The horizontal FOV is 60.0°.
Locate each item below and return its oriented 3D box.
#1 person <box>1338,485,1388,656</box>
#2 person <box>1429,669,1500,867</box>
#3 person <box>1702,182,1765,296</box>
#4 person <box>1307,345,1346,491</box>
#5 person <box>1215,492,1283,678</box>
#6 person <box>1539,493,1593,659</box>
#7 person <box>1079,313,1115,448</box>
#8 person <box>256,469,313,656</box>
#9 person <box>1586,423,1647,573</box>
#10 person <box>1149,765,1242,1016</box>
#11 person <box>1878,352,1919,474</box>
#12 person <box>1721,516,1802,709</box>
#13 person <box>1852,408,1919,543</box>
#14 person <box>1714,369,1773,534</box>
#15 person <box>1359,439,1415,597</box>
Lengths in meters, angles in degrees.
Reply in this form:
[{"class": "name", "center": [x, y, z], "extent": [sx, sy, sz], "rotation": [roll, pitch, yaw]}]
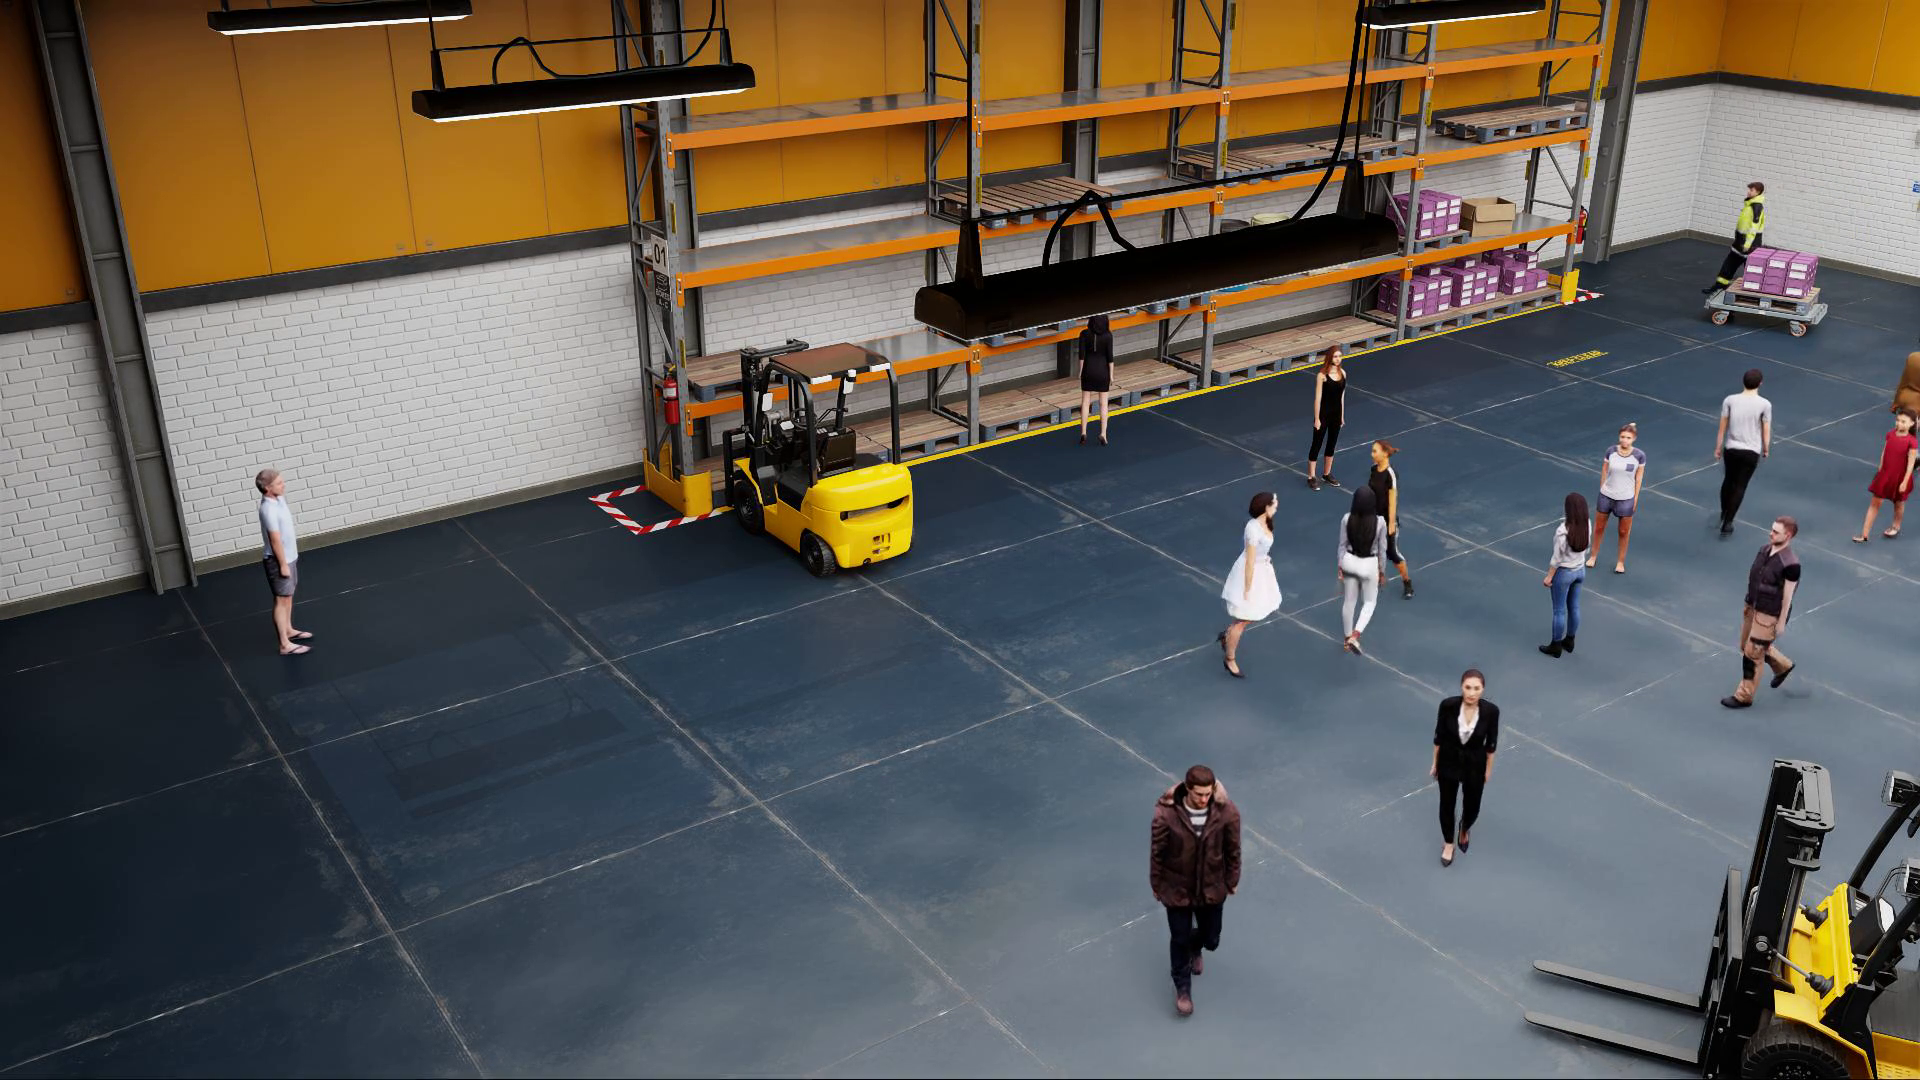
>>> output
[{"class": "person", "center": [3.738, 0.323, 15.581], "extent": [0.838, 1.709, 0.957], "rotation": [11, 26, 23]}, {"class": "person", "center": [3.794, 1.677, 12.558], "extent": [0.727, 1.649, 0.772], "rotation": [8, 25, 18]}, {"class": "person", "center": [12.936, -4.836, 27.108], "extent": [1.374, 1.929, 1.279], "rotation": [3, 24, 6]}, {"class": "person", "center": [4.348, -1.467, 19.654], "extent": [0.492, 1.726, 0.654], "rotation": [-11, 26, -23]}, {"class": "person", "center": [2.635, 0.387, 15.342], "extent": [0.958, 1.782, 0.895], "rotation": [16, 28, 33]}, {"class": "person", "center": [5.743, 0.324, 15.675], "extent": [0.469, 1.631, 0.679], "rotation": [-13, 27, -27]}, {"class": "person", "center": [1.701, -2.053, 20.895], "extent": [0.648, 1.805, 0.685], "rotation": [6, 24, 14]}, {"class": "person", "center": [-6.452, 0.181, 15.755], "extent": [0.681, 1.829, 0.704], "rotation": [-5, 24, -11]}, {"class": "person", "center": [6.906, -0.453, 17.466], "extent": [0.636, 1.620, 0.646], "rotation": [13, 27, 27]}, {"class": "person", "center": [1.545, 2.233, 11.054], "extent": [0.989, 1.833, 1.047], "rotation": [0, 24, 0]}, {"class": "person", "center": [11.298, -1.584, 19.845], "extent": [1.164, 1.787, 0.926], "rotation": [-5, 24, -12]}, {"class": "person", "center": [7.231, 0.636, 14.725], "extent": [1.108, 1.820, 0.958], "rotation": [-3, 24, -6]}, {"class": "person", "center": [10.255, -0.703, 18.173], "extent": [1.018, 1.511, 0.541], "rotation": [-15, 28, -31]}, {"class": "person", "center": [8.611, -0.949, 18.329], "extent": [0.835, 1.838, 1.127], "rotation": [19, 30, 37]}, {"class": "person", "center": [4.360, -0.228, 16.922], "extent": [0.878, 1.643, 0.798], "rotation": [-9, 25, -20]}]
